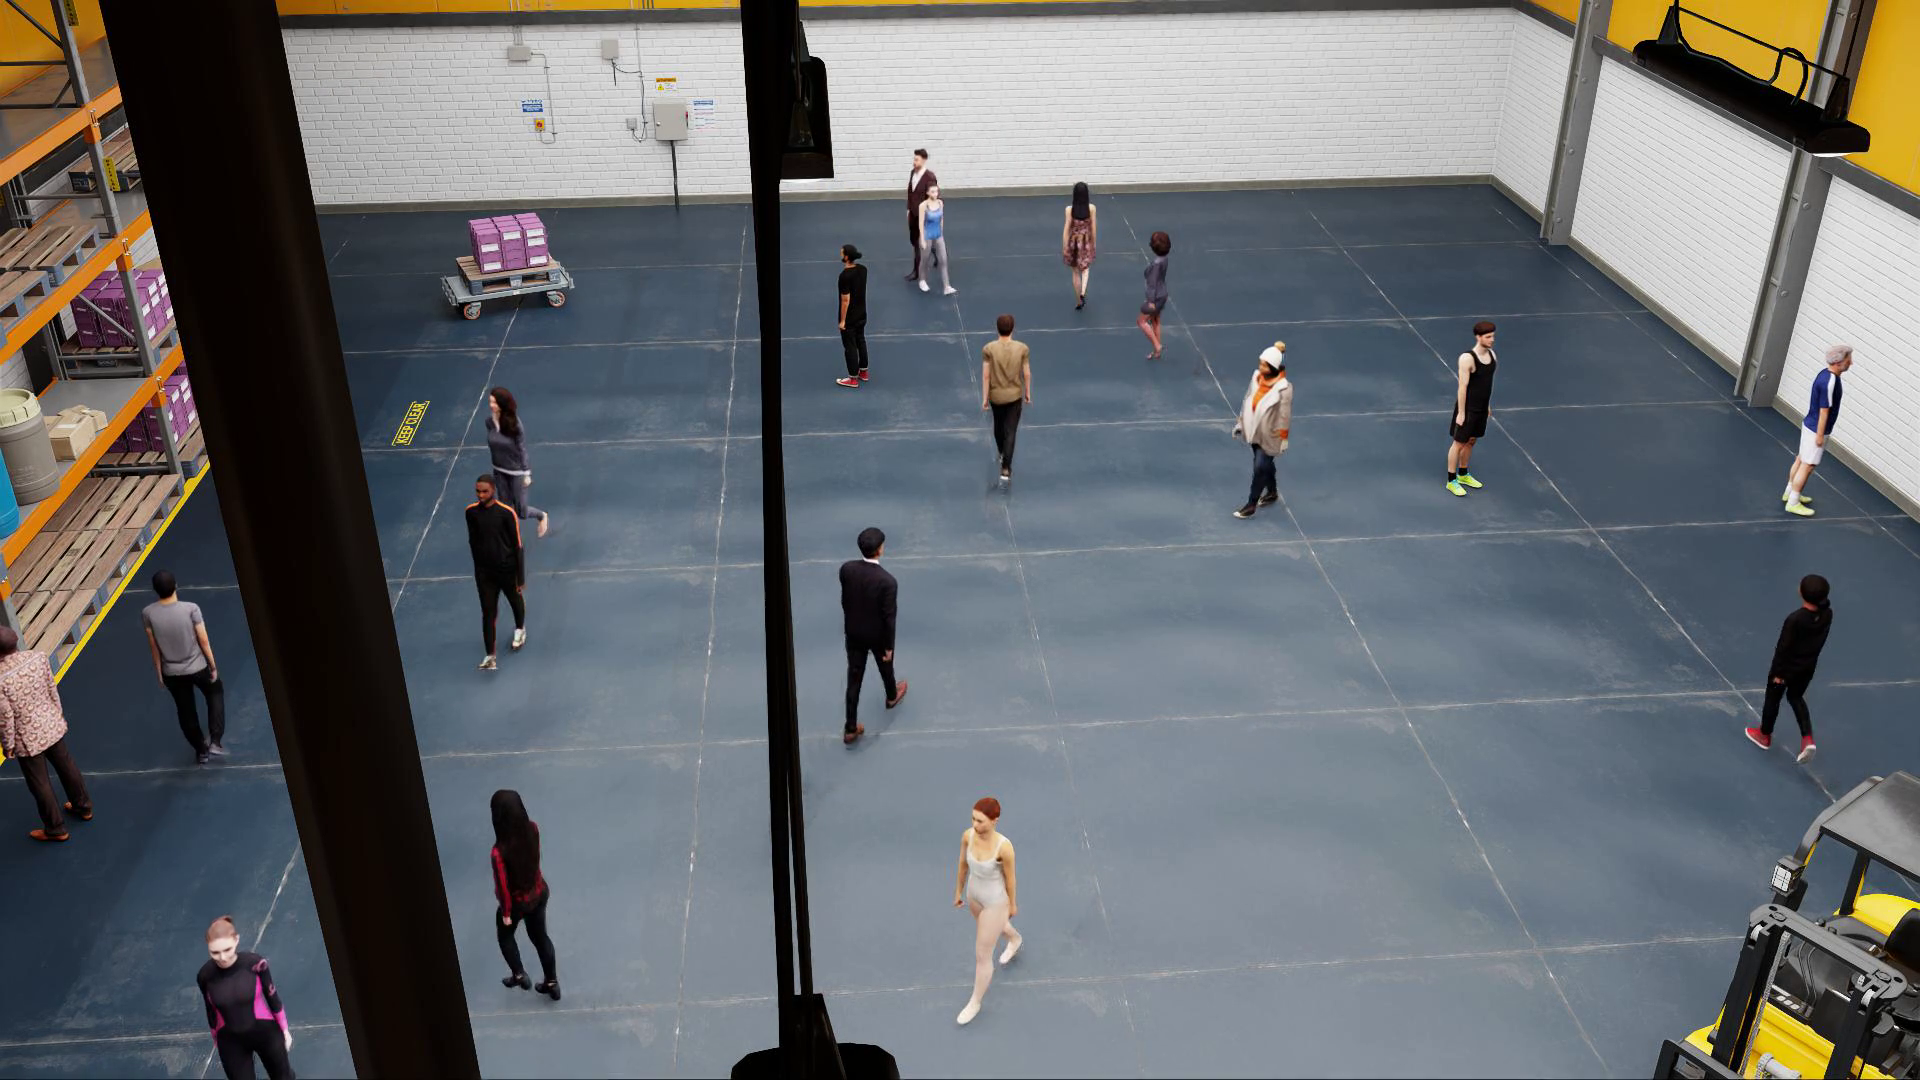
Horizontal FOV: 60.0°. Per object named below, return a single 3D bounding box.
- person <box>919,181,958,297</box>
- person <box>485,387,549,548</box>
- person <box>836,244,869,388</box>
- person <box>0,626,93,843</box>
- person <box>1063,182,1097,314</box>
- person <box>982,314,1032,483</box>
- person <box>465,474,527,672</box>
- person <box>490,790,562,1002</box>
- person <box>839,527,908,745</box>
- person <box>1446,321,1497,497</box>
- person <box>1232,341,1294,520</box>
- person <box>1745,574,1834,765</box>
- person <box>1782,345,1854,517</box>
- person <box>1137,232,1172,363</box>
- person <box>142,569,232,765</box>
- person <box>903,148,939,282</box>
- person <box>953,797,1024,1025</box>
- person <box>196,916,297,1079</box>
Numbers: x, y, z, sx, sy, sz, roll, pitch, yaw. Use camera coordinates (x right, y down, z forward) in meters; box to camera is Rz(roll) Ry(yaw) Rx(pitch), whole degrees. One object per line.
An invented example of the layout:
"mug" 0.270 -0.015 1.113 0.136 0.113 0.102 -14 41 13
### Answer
"person" -0.435 -4.158 22.883 0.874 1.578 1.071 -17 33 -29
"person" -4.366 -0.698 16.355 0.806 1.755 0.913 12 31 20
"person" -1.293 -2.718 20.055 0.782 1.758 0.691 16 32 27
"person" -6.902 1.427 12.405 0.835 1.808 0.684 10 30 17
"person" 1.615 -3.862 22.148 0.636 1.762 0.697 -3 29 -6
"person" 0.492 -1.483 17.736 0.851 1.811 1.295 3 29 6
"person" -4.035 0.208 14.675 0.747 1.774 1.132 1 29 2
"person" -2.778 2.362 10.866 0.807 1.640 0.746 13 31 23
"person" -0.801 0.801 13.521 1.076 1.838 1.293 12 31 21
"person" 5.394 -1.411 17.519 0.771 1.892 0.791 -22 35 -34
"person" 3.229 -1.171 17.106 1.006 1.866 1.039 -14 32 -24
"person" 6.713 1.050 13.257 0.650 1.654 0.939 -6 29 -11
"person" 8.835 -1.164 17.124 0.771 1.838 0.643 11 30 19
"person" 2.496 -2.976 20.600 0.801 1.690 0.699 13 31 22
"person" -6.144 1.054 13.155 0.676 1.744 0.752 -7 29 -12
"person" -0.501 -4.608 23.423 1.091 1.850 1.108 -22 35 -34
"person" 0.240 2.330 10.961 1.004 1.606 1.088 22 35 34
"person" -4.158 2.898 9.789 0.673 1.731 0.952 -8 30 -15
